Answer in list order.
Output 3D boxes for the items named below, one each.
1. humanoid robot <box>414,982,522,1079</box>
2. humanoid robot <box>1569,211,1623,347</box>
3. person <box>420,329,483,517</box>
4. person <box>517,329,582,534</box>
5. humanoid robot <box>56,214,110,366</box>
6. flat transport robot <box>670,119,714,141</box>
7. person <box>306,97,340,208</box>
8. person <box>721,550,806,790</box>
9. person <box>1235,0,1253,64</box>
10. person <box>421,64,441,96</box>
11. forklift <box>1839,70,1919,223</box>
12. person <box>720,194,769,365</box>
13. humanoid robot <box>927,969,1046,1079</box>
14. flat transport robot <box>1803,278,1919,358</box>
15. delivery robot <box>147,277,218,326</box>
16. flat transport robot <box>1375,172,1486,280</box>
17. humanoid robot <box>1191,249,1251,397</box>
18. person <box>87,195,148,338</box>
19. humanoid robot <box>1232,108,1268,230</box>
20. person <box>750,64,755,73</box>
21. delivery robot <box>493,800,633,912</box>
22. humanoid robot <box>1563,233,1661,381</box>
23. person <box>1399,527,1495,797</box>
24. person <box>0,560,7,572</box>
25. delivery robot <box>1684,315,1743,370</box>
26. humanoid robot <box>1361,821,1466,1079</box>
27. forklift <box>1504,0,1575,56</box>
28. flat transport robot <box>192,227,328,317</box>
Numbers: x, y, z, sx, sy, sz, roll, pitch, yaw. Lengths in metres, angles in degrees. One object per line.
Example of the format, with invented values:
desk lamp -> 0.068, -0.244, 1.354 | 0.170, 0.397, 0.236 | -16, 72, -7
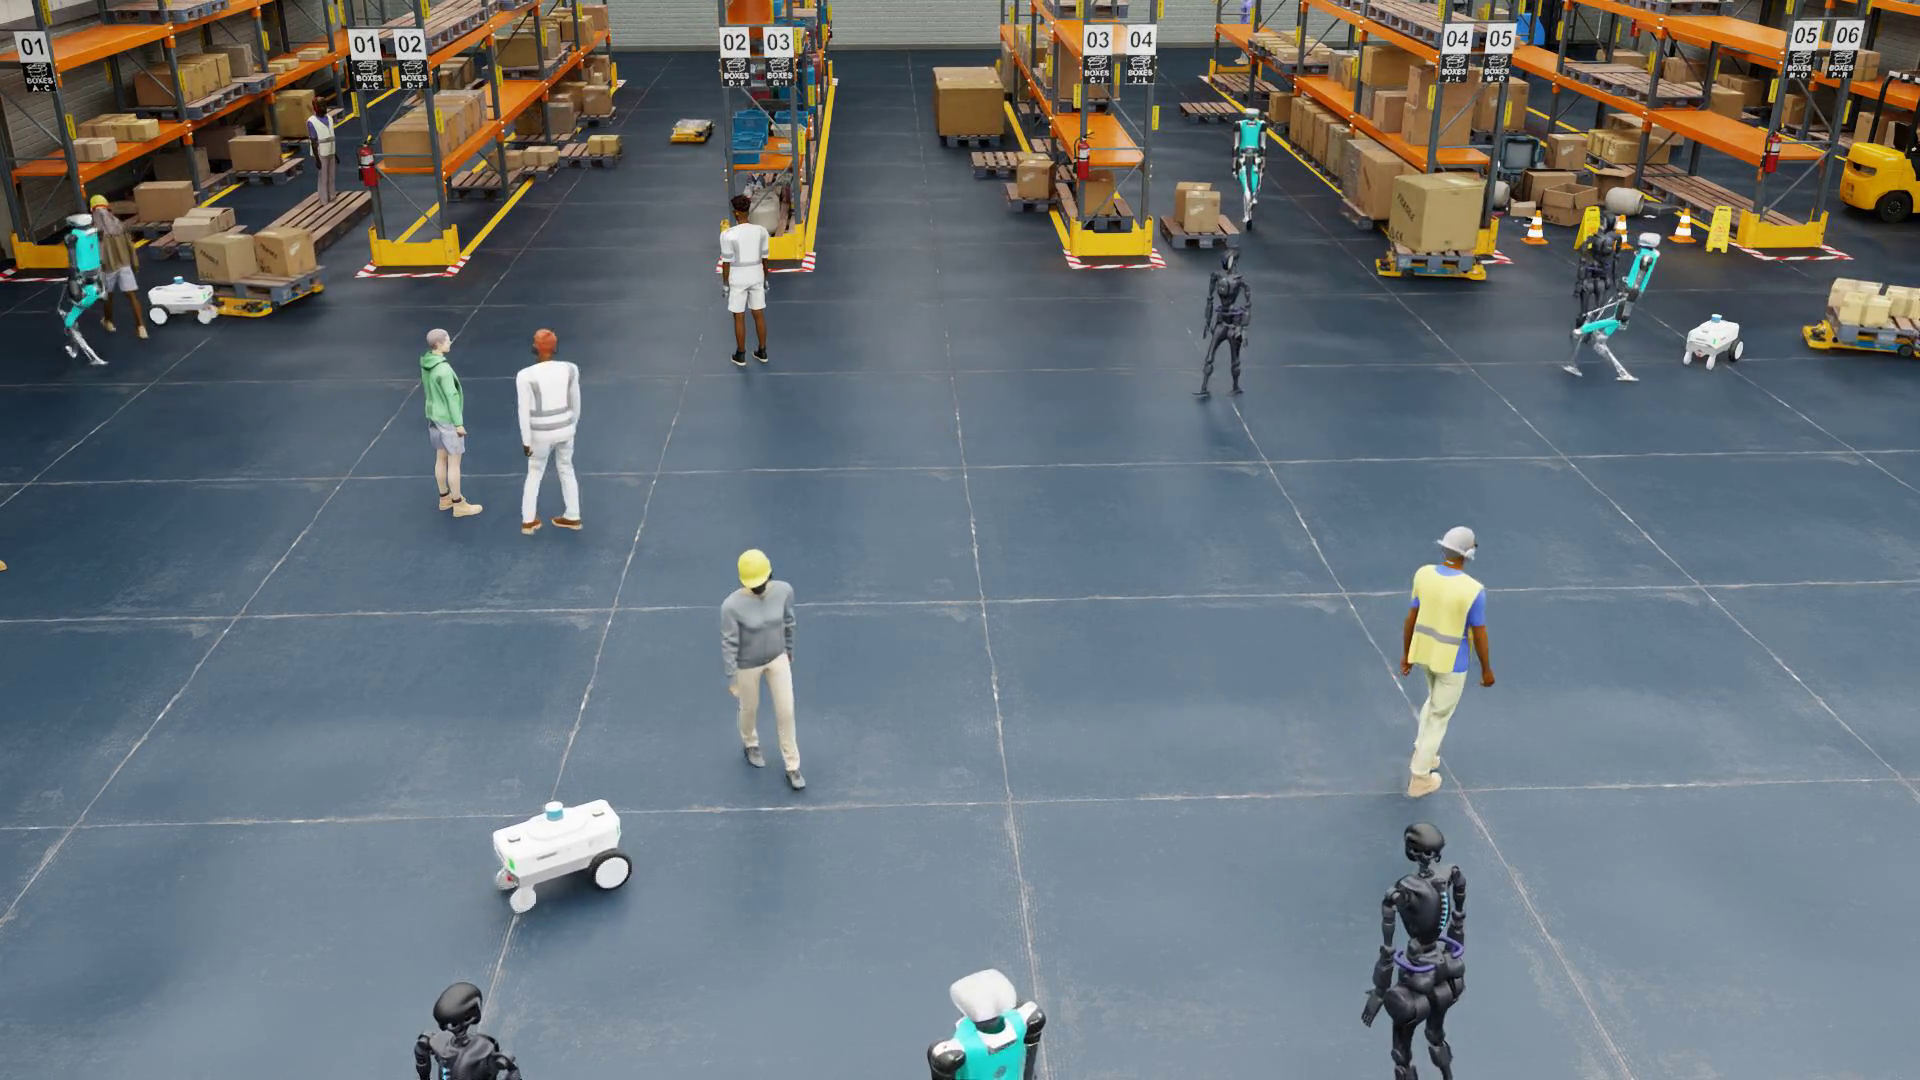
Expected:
humanoid robot -> -2.002, 2.544, 7.012 | 0.584, 1.649, 0.346 | 8, 25, 17
humanoid robot -> 7.547, -3.102, 19.737 | 0.603, 1.648, 0.373 | -6, 25, -14
person -> -4.655, -1.063, 15.048 | 0.326, 1.742, 0.484 | -21, 31, -39
person -> -3.620, -0.943, 14.629 | 0.629, 1.866, 0.435 | -15, 28, -30
humanoid robot -> -10.276, -2.886, 19.196 | 0.970, 1.774, 0.545 | 6, 25, 13
flat transport robot -> -5.214, -7.996, 32.440 | 0.659, 0.231, 1.431 | 0, 24, 0
person -> -9.927, -5.992, 25.997 | 0.397, 1.846, 0.563 | 6, 25, 13
person -> -1.288, 0.817, 10.846 | 0.543, 1.719, 0.813 | -11, 26, -24
person -> 7.076, -12.709, 41.149 | 0.393, 1.800, 0.593 | 0, 24, 0
person -> -11.101, -9.790, 34.715 | 0.551, 1.681, 0.373 | -2, 24, -4
forklift -> 15.132, -6.143, 25.915 | 2.313, 2.155, 1.214 | -1, 24, -2
person -> -2.461, -2.985, 19.113 | 0.596, 1.958, 0.379 | -15, 28, -30
humanoid robot -> -0.020, 2.511, 7.050 | 0.532, 1.808, 0.690 | -16, 29, -32
flat transport robot -> 10.916, -2.408, 19.883 | 1.431, 0.231, 0.659 | 8, 25, 17
delivery robot -> -9.775, -2.991, 20.864 | 0.816, 0.613, 0.499 | -2, 24, -4
flat transport robot -> 6.502, -3.793, 22.995 | 1.431, 0.231, 0.659 | 4, 24, 8
humanoid robot -> 2.867, -2.315, 17.964 | 0.599, 1.639, 0.661 | 22, 32, 40
person -> -10.259, -3.315, 20.162 | 0.590, 1.721, 0.849 | -21, 31, -38
humanoid robot -> 4.441, -5.604, 25.283 | 0.538, 1.765, 0.939 | -1, 24, -2
person -> -5.020, -12.081, 39.677 | 0.484, 1.847, 0.521 | 5, 24, 11
delivery robot -> -2.401, 1.844, 9.968 | 0.785, 0.587, 0.499 | -14, 28, -29
humanoid robot -> 7.159, -2.585, 18.518 | 0.982, 1.739, 0.556 | 10, 26, 21
person -> 3.178, 0.783, 10.746 | 0.605, 1.873, 0.531 | -15, 28, -31
person -> -8.351, -0.575, 13.782 | 0.377, 1.890, 0.570 | 19, 30, 36
delivery robot -> 8.762, -2.324, 19.351 | 0.499, 0.601, 0.783 | 22, 32, 40
humanoid robot -> 2.230, 2.114, 8.012 | 0.616, 1.638, 0.419 | -14, 28, -29
forklift -> 14.700, -13.805, 42.301 | 1.873, 2.768, 1.129 | -1, 24, -2
flat transport robot -> -8.982, -3.179, 21.616 | 0.659, 0.231, 1.431 | 6, 25, 13
